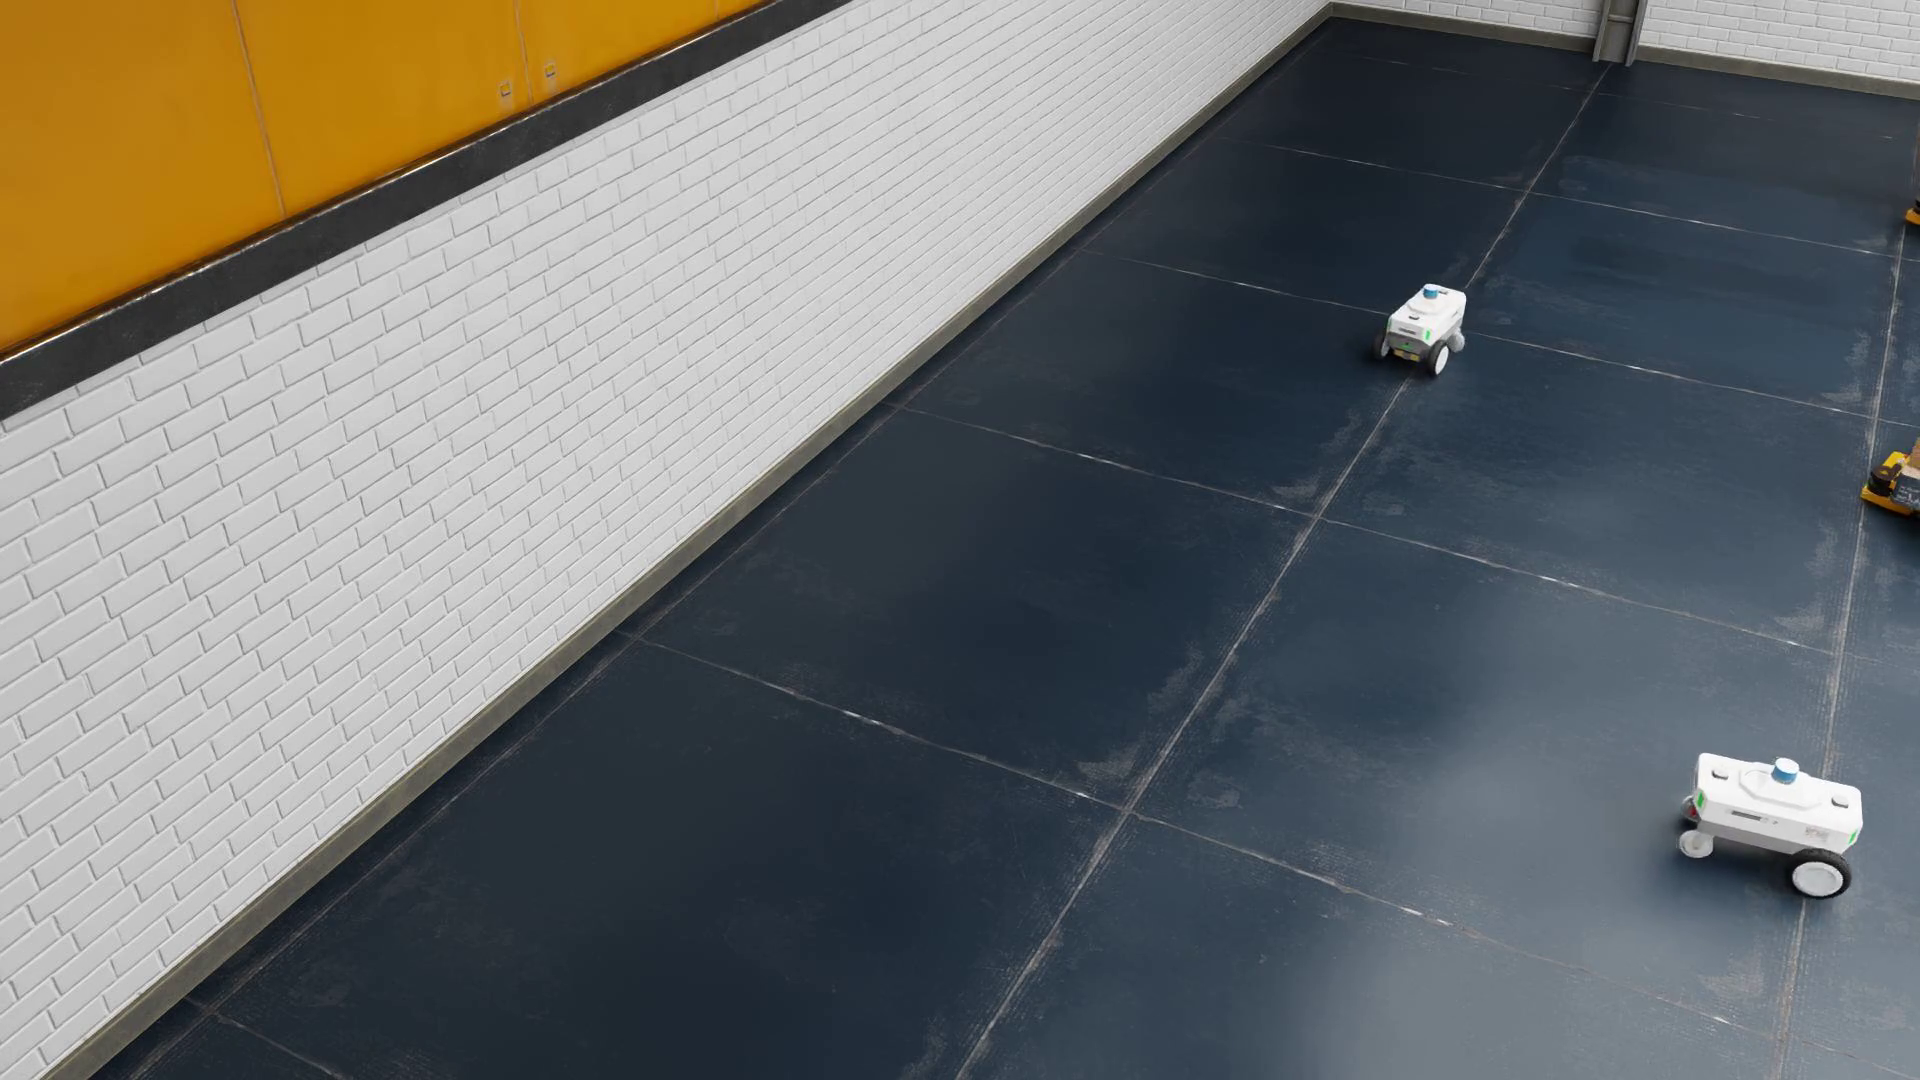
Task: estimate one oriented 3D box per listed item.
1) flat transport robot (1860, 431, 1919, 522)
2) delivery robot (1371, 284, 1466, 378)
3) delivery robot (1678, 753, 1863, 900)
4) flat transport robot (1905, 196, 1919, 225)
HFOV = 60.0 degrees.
[{"bbox_3d":[6.430,-0.199,10.274,1.431,0.231,0.659,26,42,33],"label":"flat transport robot"},{"bbox_3d":[3.360,-1.537,12.020,0.524,0.607,0.778,22,40,29],"label":"delivery robot"},{"bbox_3d":[3.828,1.294,7.808,0.799,0.608,0.499,13,36,18],"label":"delivery robot"},{"bbox_3d":[8.733,-2.576,13.810,0.659,0.231,1.431,-21,39,-28],"label":"flat transport robot"}]
